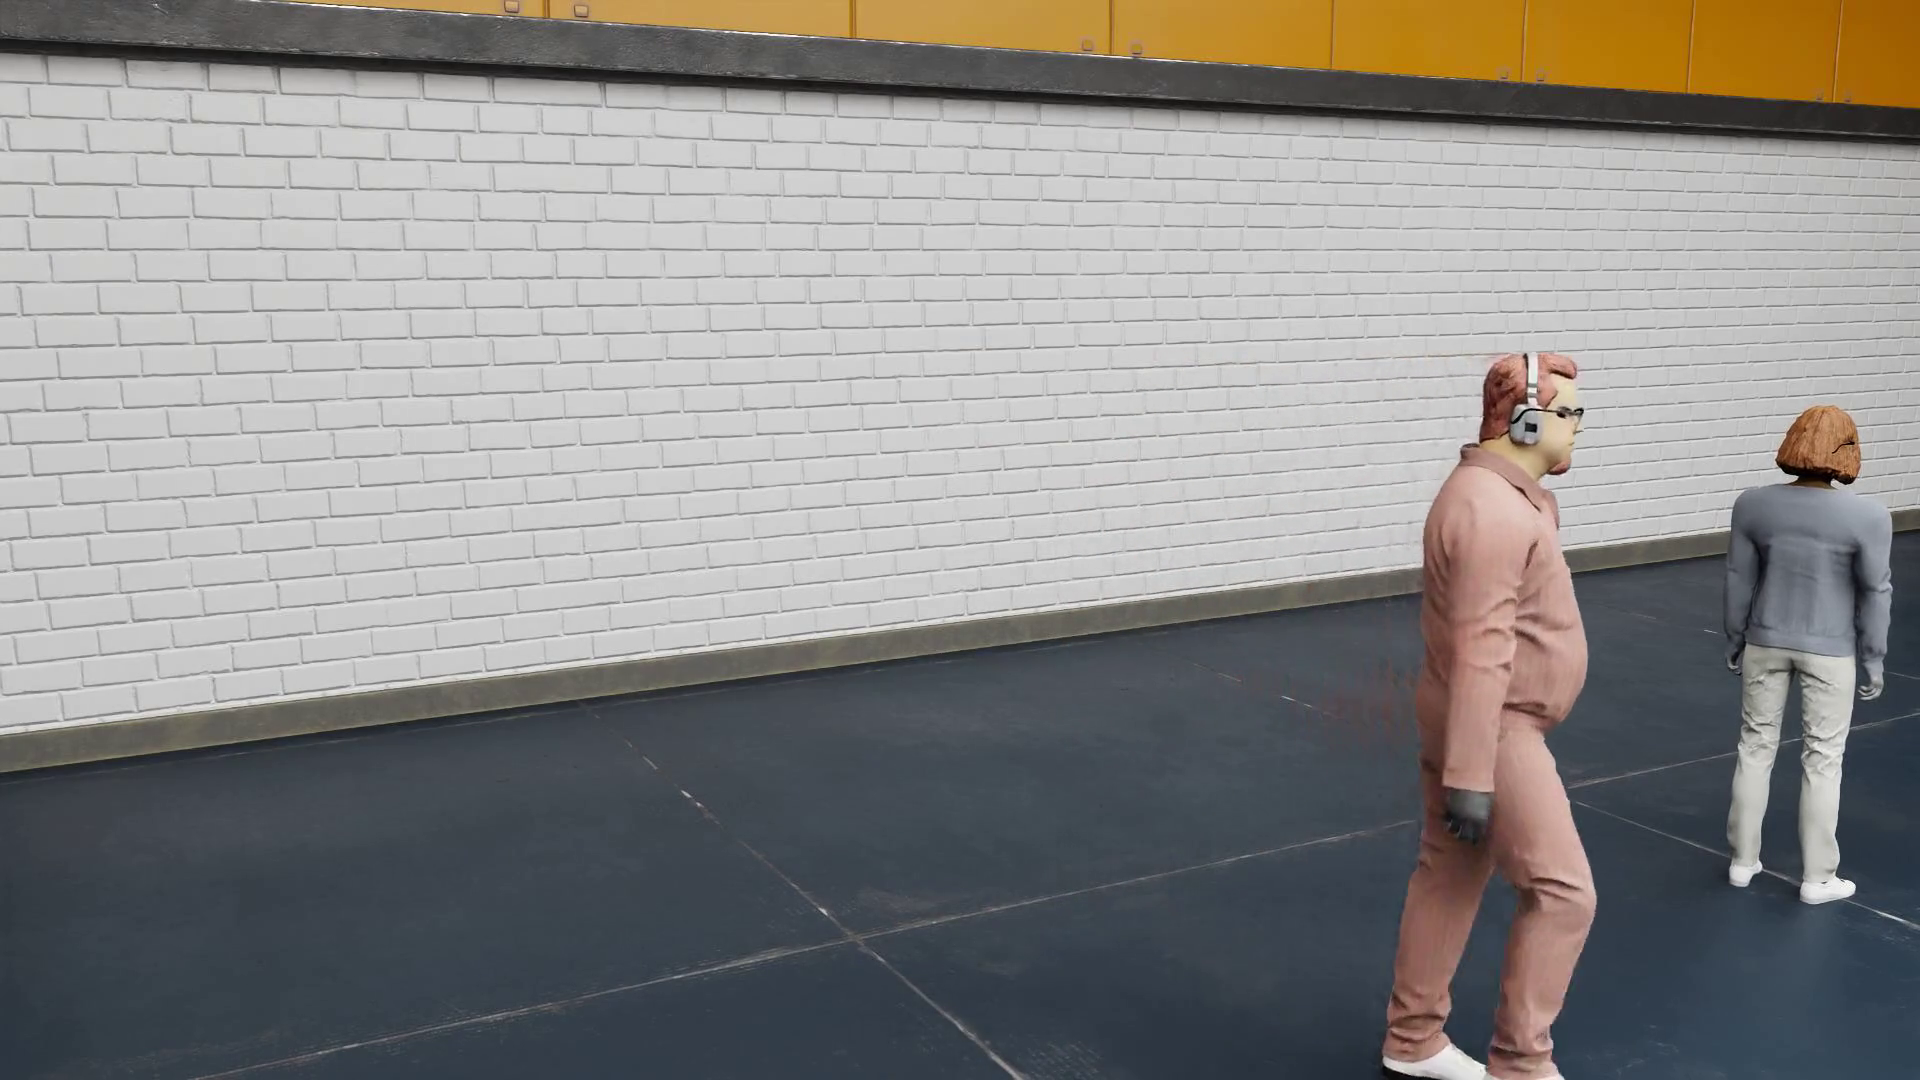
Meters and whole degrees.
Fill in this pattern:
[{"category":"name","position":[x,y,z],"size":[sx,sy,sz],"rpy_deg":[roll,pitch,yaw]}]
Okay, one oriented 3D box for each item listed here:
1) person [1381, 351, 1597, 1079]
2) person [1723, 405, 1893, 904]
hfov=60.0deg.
[{"category":"person","position":[1.389,0.489,4.068],"size":[0.695,1.880,0.685],"rpy_deg":[2,10,13]},{"category":"person","position":[2.767,0.373,5.466],"size":[0.272,1.632,0.507],"rpy_deg":[-10,14,-44]}]
